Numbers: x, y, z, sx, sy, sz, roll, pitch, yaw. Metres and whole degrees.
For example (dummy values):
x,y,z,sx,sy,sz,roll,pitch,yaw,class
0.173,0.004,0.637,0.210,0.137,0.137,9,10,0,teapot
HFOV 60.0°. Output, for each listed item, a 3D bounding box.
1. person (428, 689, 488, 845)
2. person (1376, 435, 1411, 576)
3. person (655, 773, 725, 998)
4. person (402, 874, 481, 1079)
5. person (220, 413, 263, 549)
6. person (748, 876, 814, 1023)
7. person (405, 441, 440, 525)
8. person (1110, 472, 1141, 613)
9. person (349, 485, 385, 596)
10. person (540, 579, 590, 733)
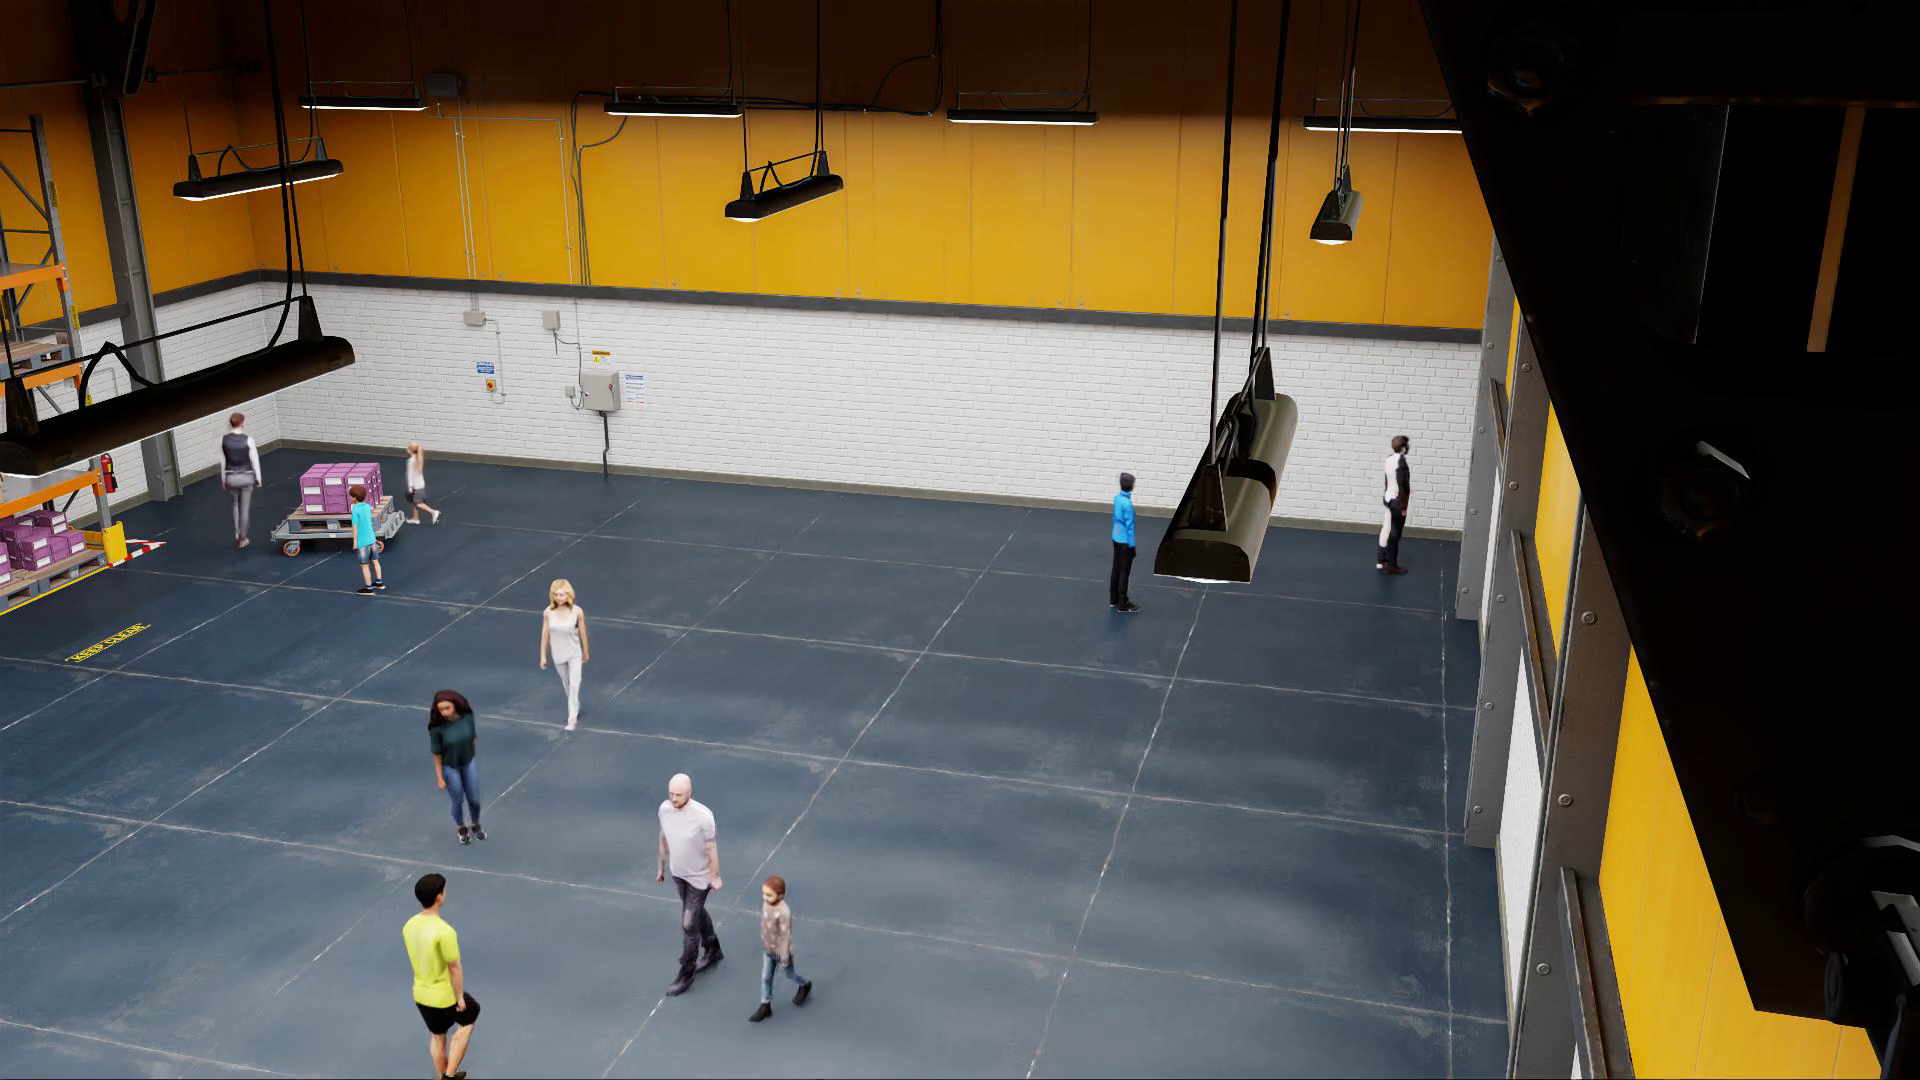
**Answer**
x,y,z,sx,sy,sz,roll,pitch,yaw,class
-4.601,2.061,15.256,0.741,1.586,0.803,-17,25,-41,person
5.857,-0.495,22.367,0.827,1.892,0.681,-3,19,-8,person
-2.062,2.631,13.222,0.907,1.805,1.051,13,23,34,person
-3.726,3.200,11.708,0.688,1.692,0.715,10,21,26,person
-10.106,-0.813,23.264,0.754,1.923,0.727,-1,19,-4,person
-1.354,3.109,12.787,0.738,1.177,0.892,17,25,42,person
-7.902,-0.815,24.304,0.697,1.262,0.758,0,19,-1,person
2.050,0.017,20.992,0.759,1.800,0.658,-6,19,-17,person
-7.739,-0.017,21.645,0.568,1.447,0.405,5,19,13,person
-4.180,1.191,17.775,0.766,1.628,1.103,1,19,2,person
